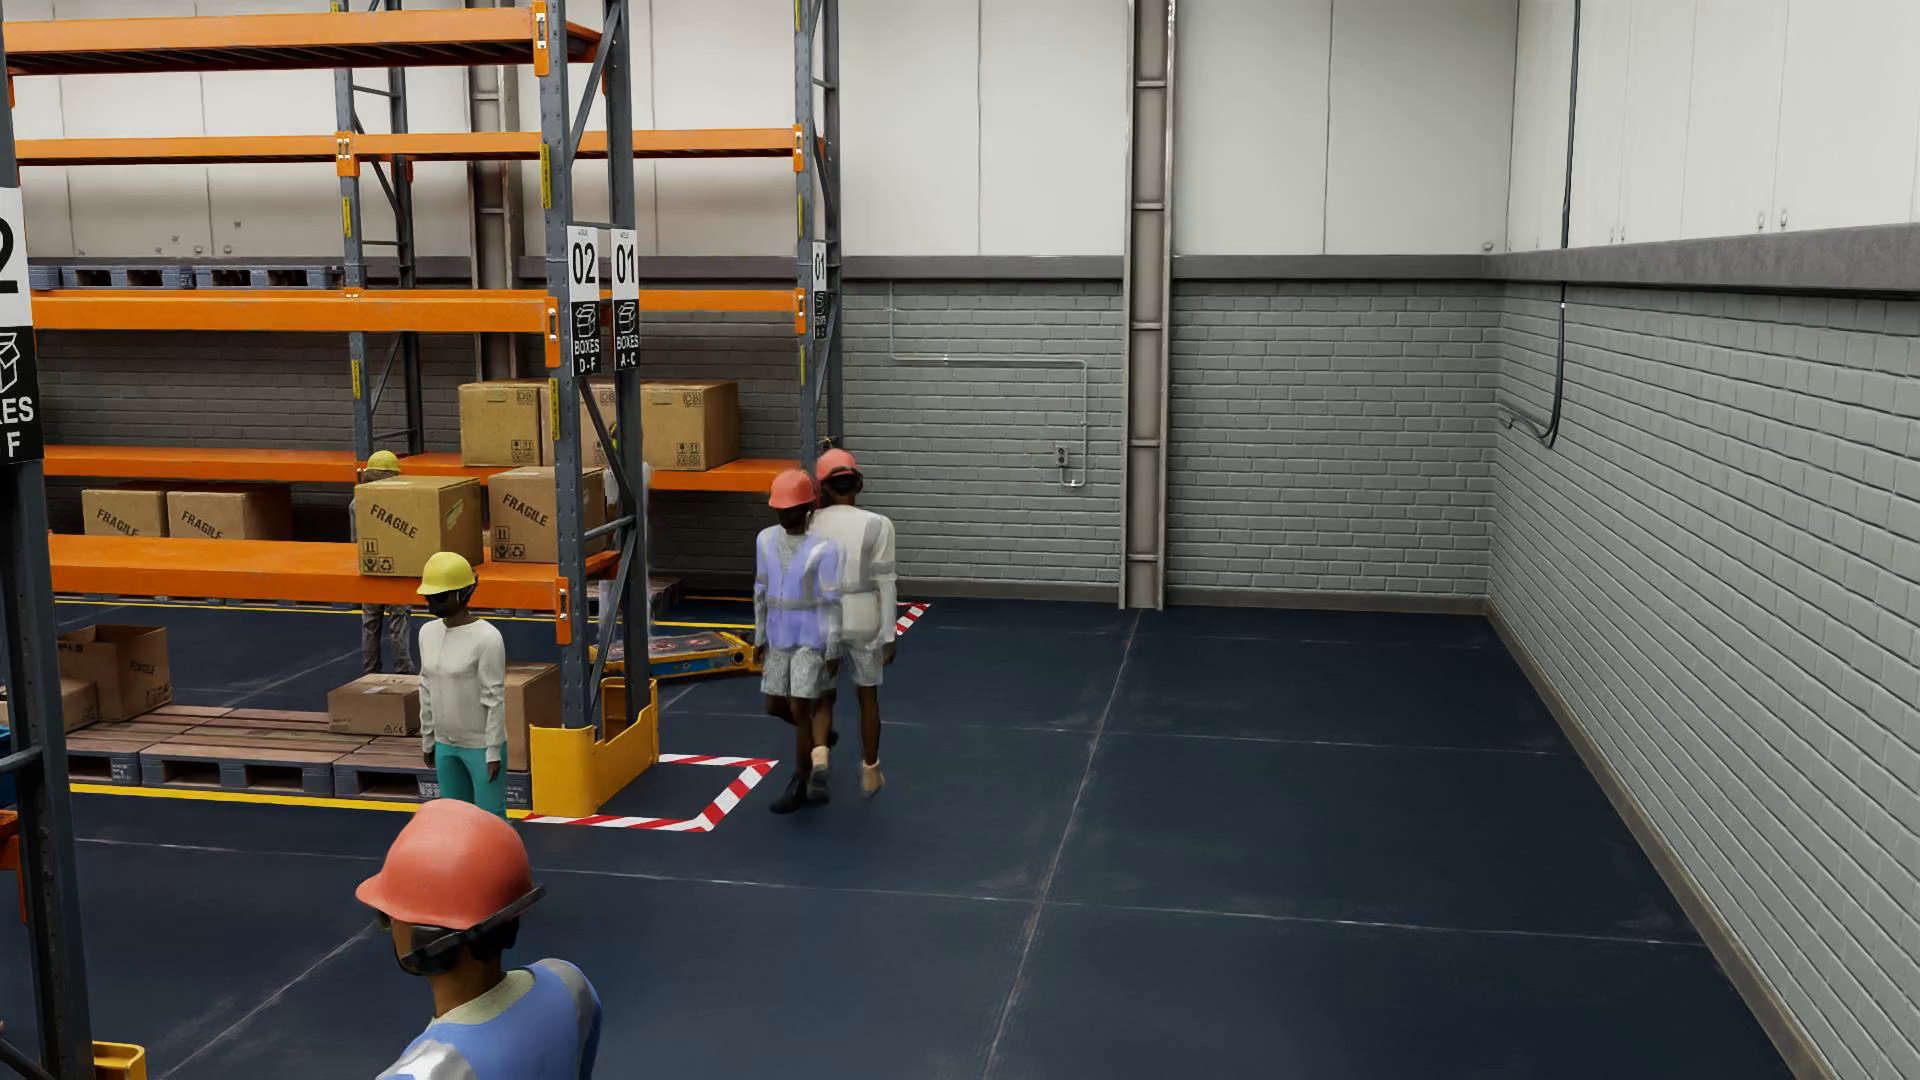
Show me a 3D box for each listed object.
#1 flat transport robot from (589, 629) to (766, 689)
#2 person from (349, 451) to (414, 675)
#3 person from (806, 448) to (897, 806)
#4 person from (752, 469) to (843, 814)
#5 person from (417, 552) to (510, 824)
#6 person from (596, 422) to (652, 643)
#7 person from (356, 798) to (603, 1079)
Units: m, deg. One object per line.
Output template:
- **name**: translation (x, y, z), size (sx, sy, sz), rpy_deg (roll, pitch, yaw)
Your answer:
- **flat transport robot**: translation (-2.156, 0.872, 12.350), size (1.431, 0.197, 0.652), rpy_deg (-5, 10, -28)
- **person**: translation (-4.052, 0.235, 11.777), size (0.484, 1.735, 0.310), rpy_deg (3, 10, 15)
- **person**: translation (-0.668, 0.504, 9.282), size (0.653, 2.010, 0.727), rpy_deg (0, 9, 3)
- **person**: translation (-0.875, 0.532, 9.344), size (0.576, 1.922, 0.635), rpy_deg (5, 11, 30)
- **person**: translation (-2.243, 0.915, 7.488), size (0.518, 1.756, 0.343), rpy_deg (5, 11, 30)
- **person**: translation (-2.631, 0.011, 12.804), size (0.746, 1.847, 0.533), rpy_deg (7, 12, 38)
- **person**: translation (-0.904, 1.474, 3.119), size (0.364, 2.048, 0.608), rpy_deg (3, 10, 16)
